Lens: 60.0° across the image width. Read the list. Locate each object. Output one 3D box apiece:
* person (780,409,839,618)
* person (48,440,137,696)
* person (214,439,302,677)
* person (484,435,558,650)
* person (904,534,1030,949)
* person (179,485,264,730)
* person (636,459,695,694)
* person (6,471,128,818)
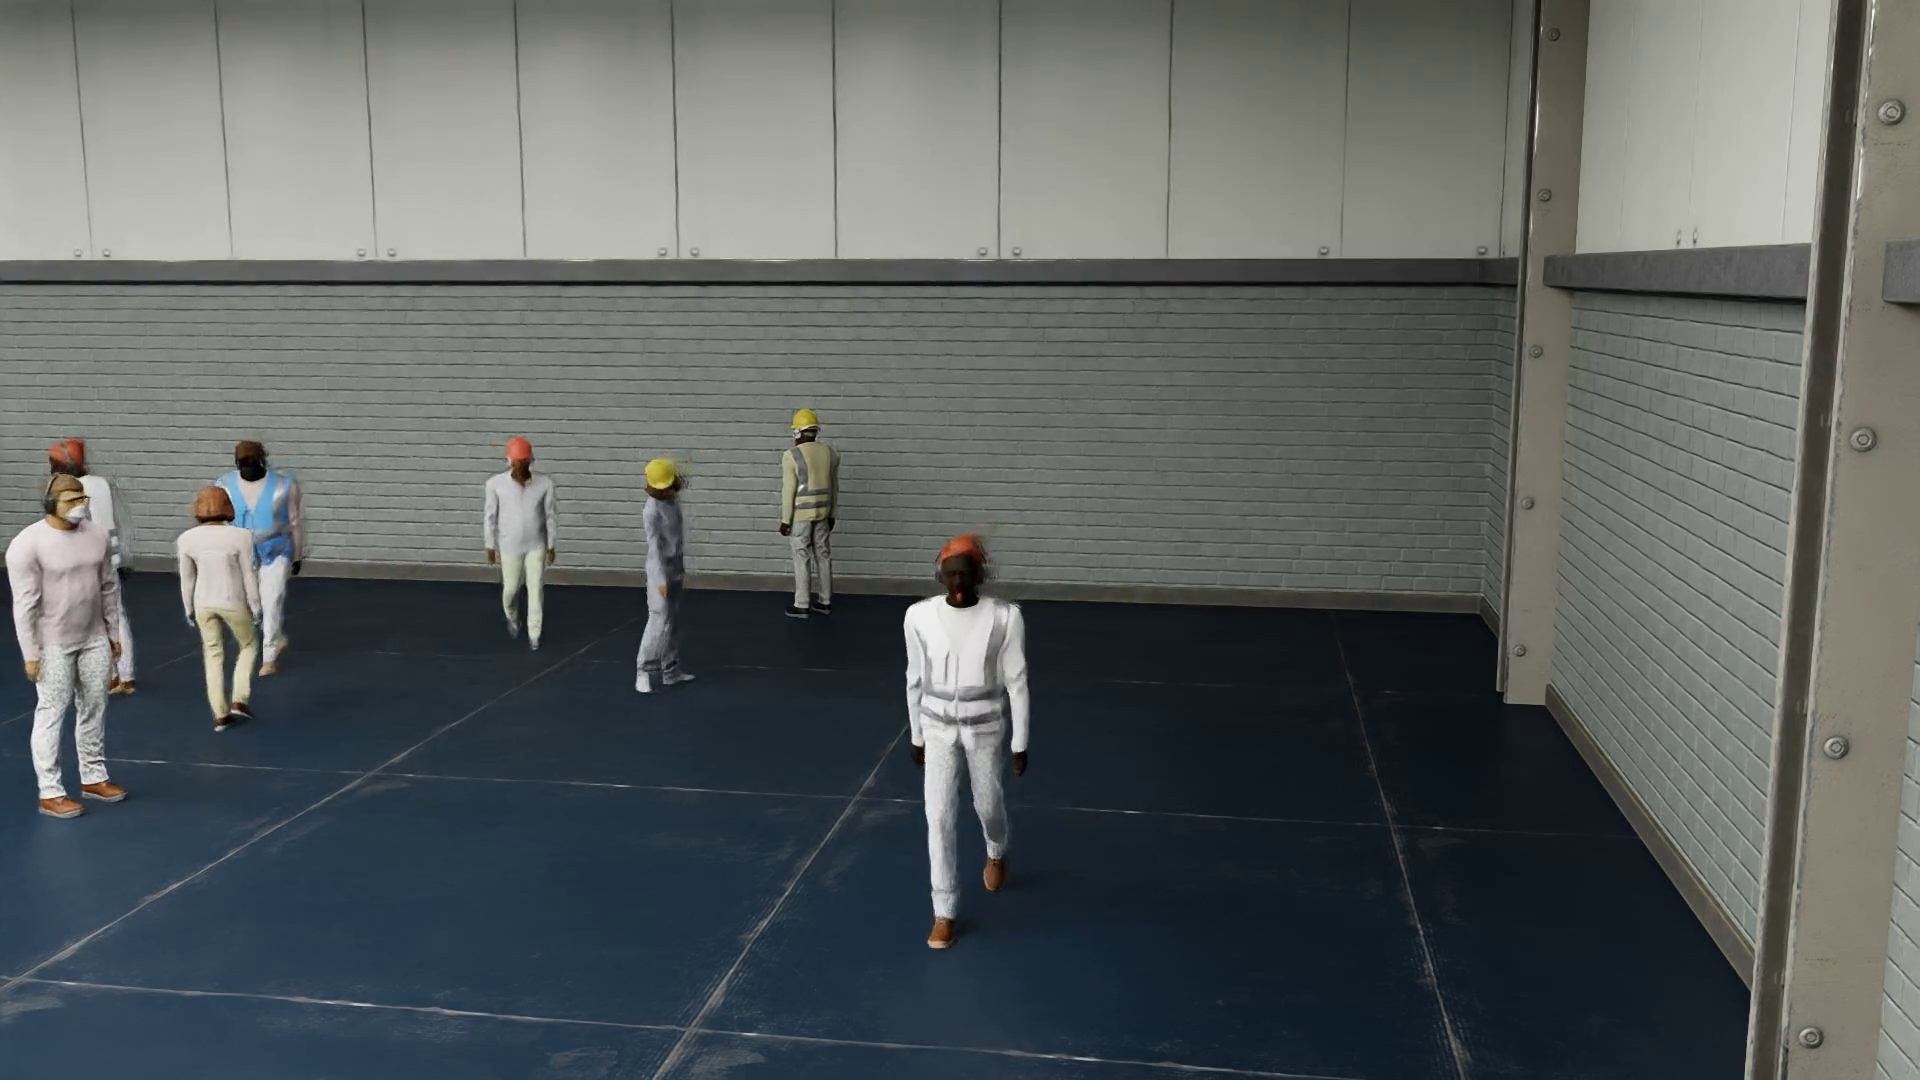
[{"bbox_3d":[-1.338,-0.233,14.576,0.601,1.830,0.404,-9,13,-43],"label":"person"},{"bbox_3d":[-6.119,0.213,11.765,0.343,1.860,0.660,2,9,9],"label":"person"},{"bbox_3d":[-5.332,0.095,12.708,0.638,1.800,0.792,-2,9,-10],"label":"person"},{"bbox_3d":[-3.522,0.007,13.372,0.569,1.738,0.505,-3,10,-19],"label":"person"},{"bbox_3d":[0.047,0.870,7.733,0.587,1.857,0.889,2,9,11],"label":"person"},{"bbox_3d":[-4.884,0.444,11.028,0.537,1.614,0.389,0,9,-2],"label":"person"},{"bbox_3d":[-2.143,0.251,12.020,0.364,1.700,0.608,2,9,10],"label":"person"},{"bbox_3d":[-4.984,0.572,9.320,0.373,1.931,0.639,4,10,22],"label":"person"}]
